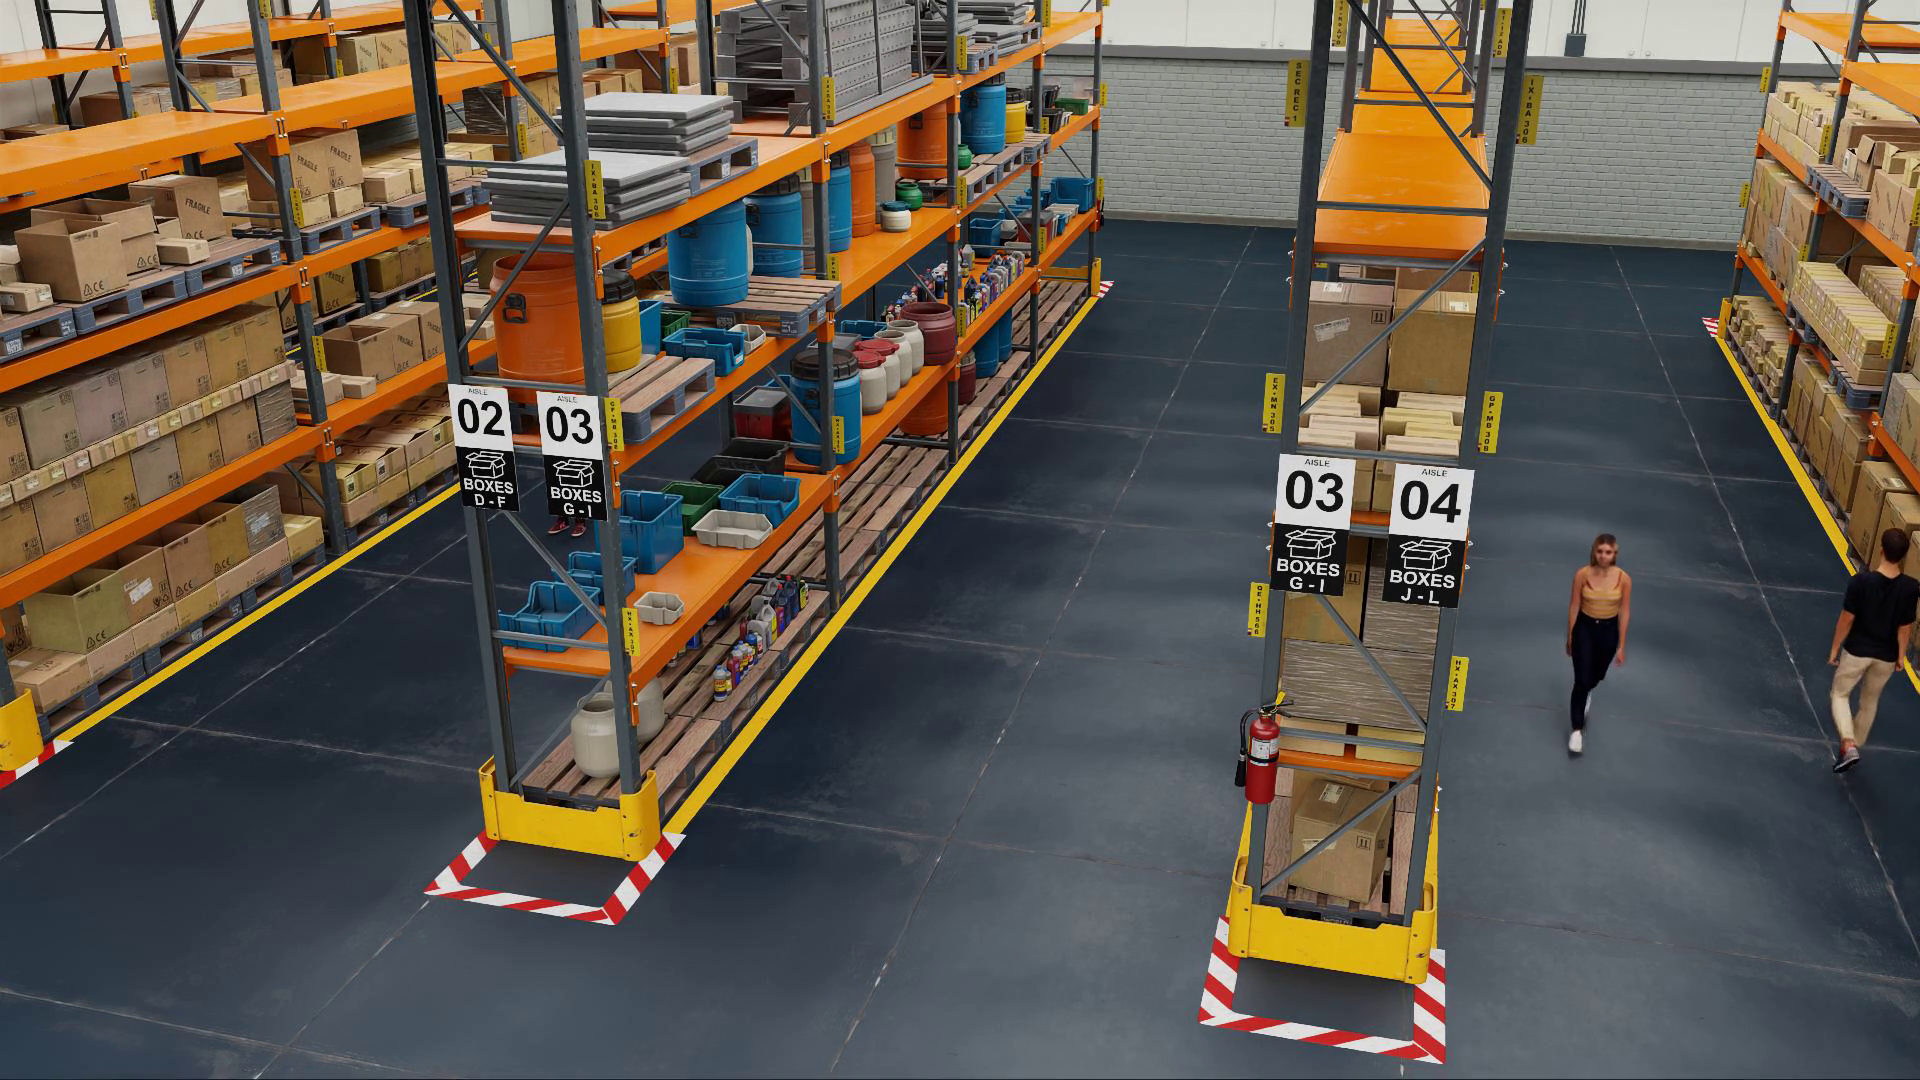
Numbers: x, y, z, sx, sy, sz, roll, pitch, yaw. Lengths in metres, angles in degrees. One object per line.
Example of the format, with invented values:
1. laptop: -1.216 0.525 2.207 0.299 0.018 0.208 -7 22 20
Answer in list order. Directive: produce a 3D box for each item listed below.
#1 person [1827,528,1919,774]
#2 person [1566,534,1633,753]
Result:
1. person: 6.399 0.841 11.654 0.649 1.836 0.900 5 23 12
2. person: 4.710 0.701 12.312 0.586 1.596 1.091 6 23 15
